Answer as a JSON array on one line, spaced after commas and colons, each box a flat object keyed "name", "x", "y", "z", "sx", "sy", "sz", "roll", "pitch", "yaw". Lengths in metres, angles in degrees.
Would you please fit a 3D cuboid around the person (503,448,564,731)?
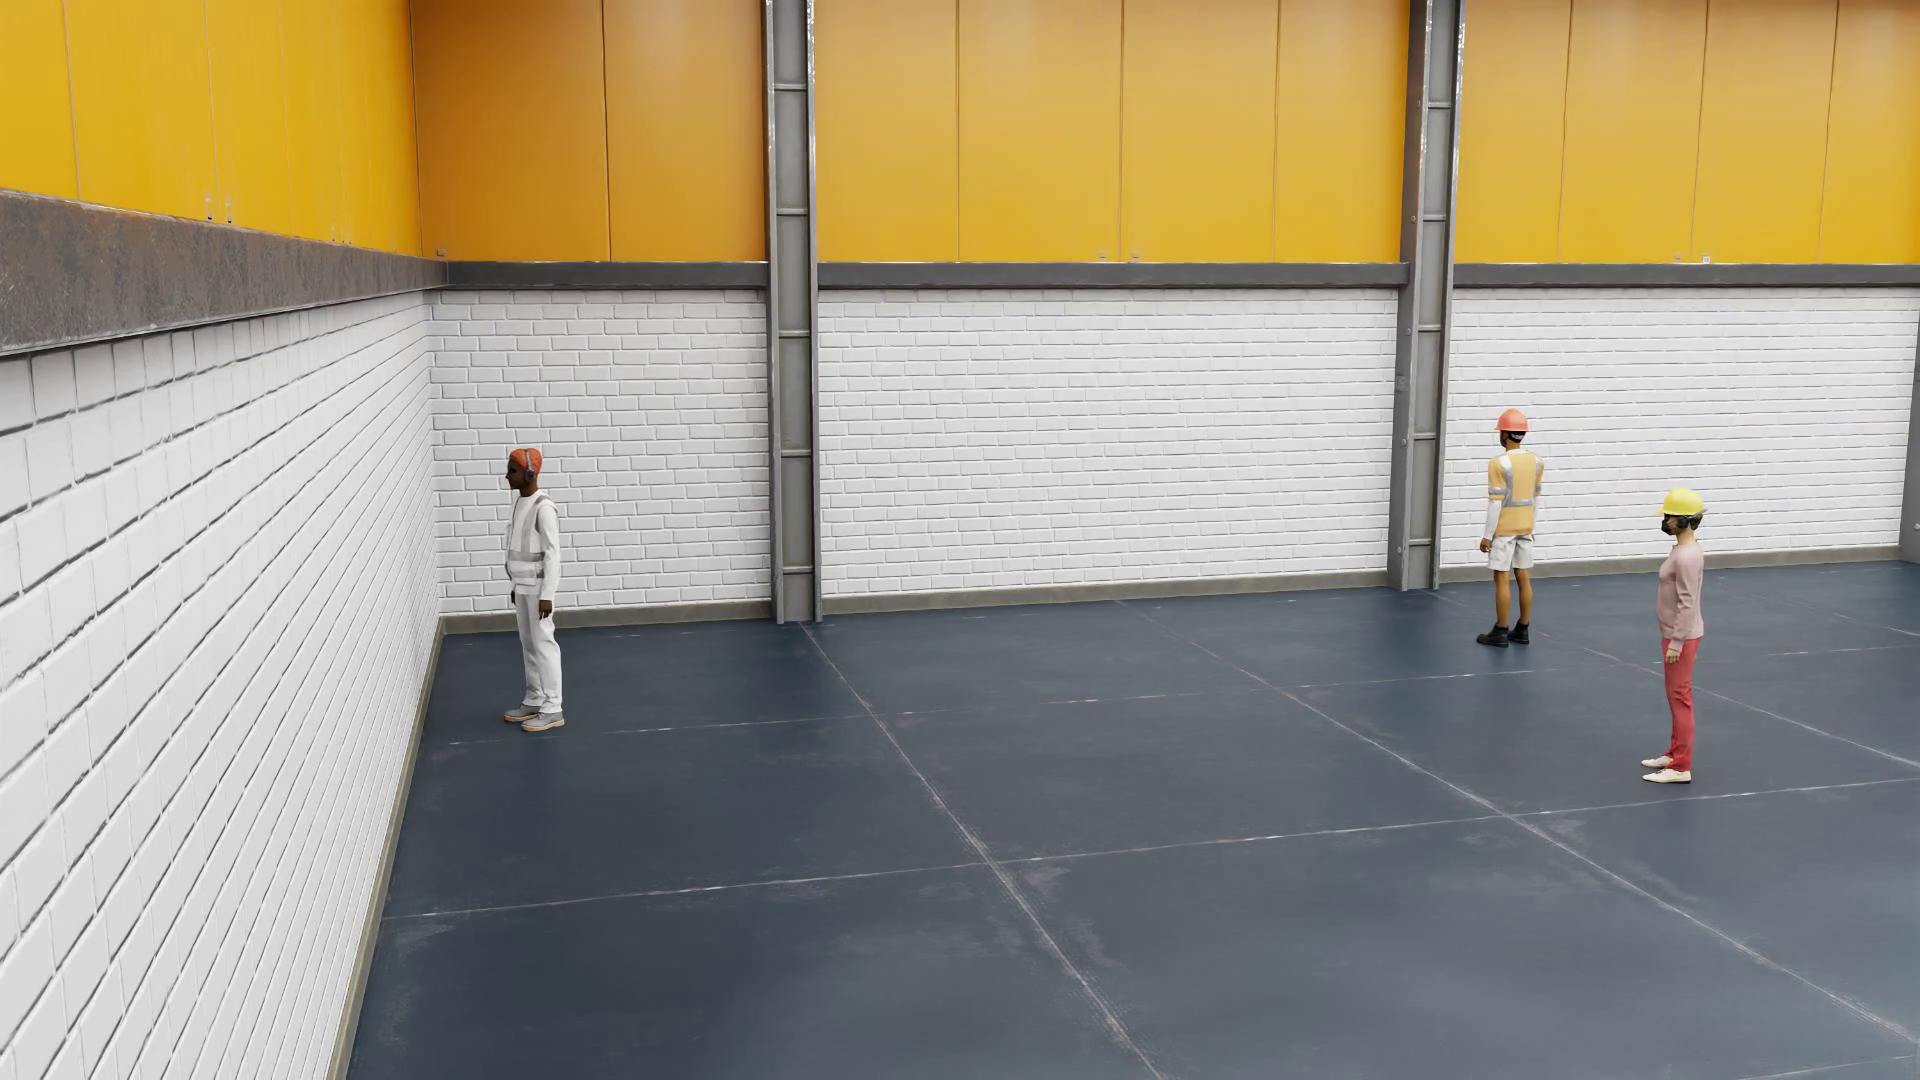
[{"name": "person", "x": -2.855, "y": 0.323, "z": 11.091, "sx": 0.343, "sy": 1.882, "sz": 0.585, "roll": -7, "pitch": 11, "yaw": -35}]

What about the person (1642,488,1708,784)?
[{"name": "person", "x": 4.266, "y": 0.569, "z": 9.928, "sx": 0.311, "sy": 1.768, "sz": 0.533, "roll": 4, "pitch": 10, "yaw": 22}]

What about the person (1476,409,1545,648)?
[{"name": "person", "x": 4.461, "y": -0.094, "z": 13.527, "sx": 0.542, "sy": 1.939, "sz": 0.363, "roll": -4, "pitch": 10, "yaw": -25}]
